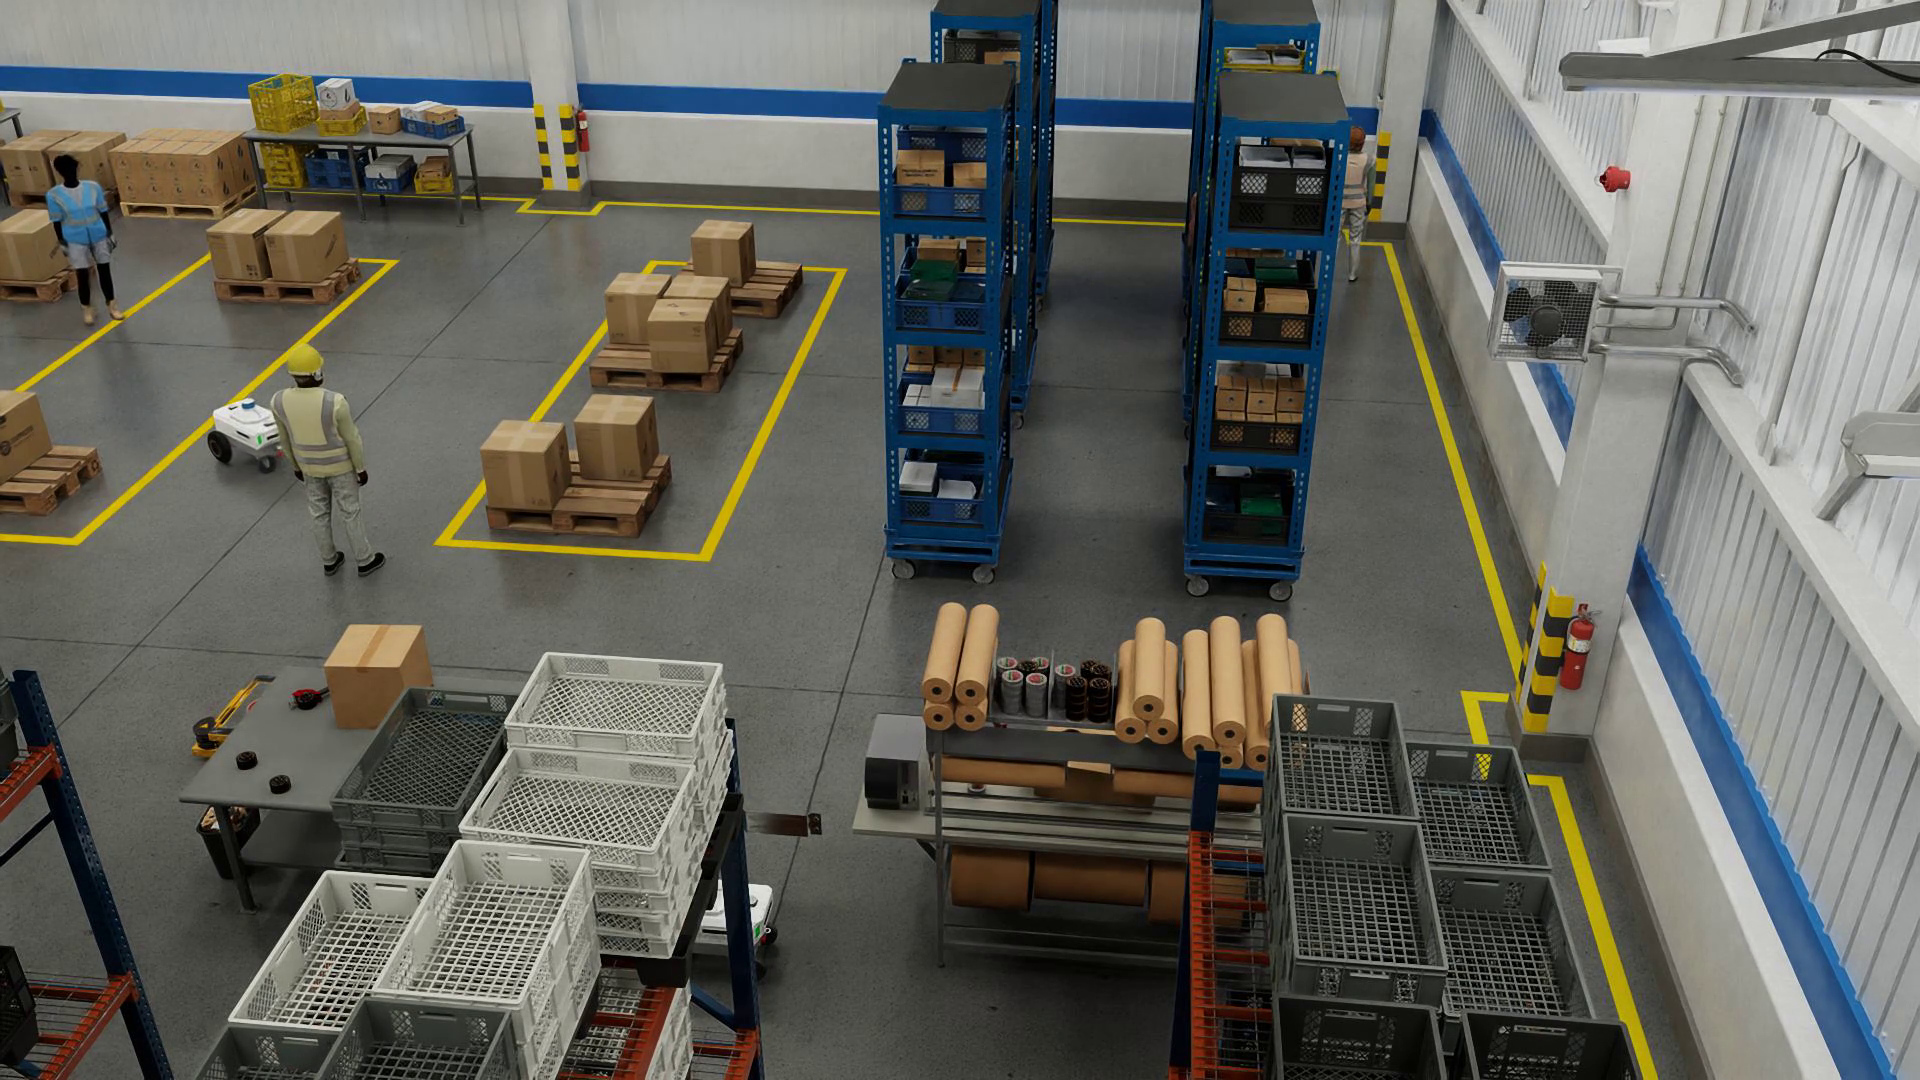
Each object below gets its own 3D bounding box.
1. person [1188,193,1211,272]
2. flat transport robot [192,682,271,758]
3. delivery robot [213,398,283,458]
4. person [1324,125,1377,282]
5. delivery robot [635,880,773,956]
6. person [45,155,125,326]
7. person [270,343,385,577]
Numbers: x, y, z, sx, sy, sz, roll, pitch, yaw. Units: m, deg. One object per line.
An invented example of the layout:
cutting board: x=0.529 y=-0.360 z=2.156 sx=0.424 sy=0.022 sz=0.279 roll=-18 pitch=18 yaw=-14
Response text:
person: x=2.424 y=-2.650 z=15.495 sx=0.612 sy=1.997 sz=0.376 roll=3 pitch=30 yaw=5
flat transport robot: x=-4.089 y=1.163 z=10.648 sx=1.431 sy=0.197 sz=0.652 roll=3 pitch=30 yaw=6
delivery robot: x=-5.905 y=-0.945 z=13.899 sx=0.707 sy=0.478 sz=0.477 roll=21 pitch=36 yaw=32
person: x=4.029 y=-3.479 z=17.269 sx=0.514 sy=1.641 sz=0.307 roll=3 pitch=30 yaw=5
delivery robot: x=-1.361 y=1.987 z=8.863 sx=0.707 sy=0.478 sz=0.477 roll=3 pitch=30 yaw=6
person: x=-8.566 y=-2.946 z=16.311 sx=0.538 sy=1.691 sz=0.346 roll=-24 pitch=38 yaw=-34
person: x=-4.591 y=-0.570 z=12.080 sx=0.590 sy=1.836 sz=0.404 roll=3 pitch=30 yaw=5
